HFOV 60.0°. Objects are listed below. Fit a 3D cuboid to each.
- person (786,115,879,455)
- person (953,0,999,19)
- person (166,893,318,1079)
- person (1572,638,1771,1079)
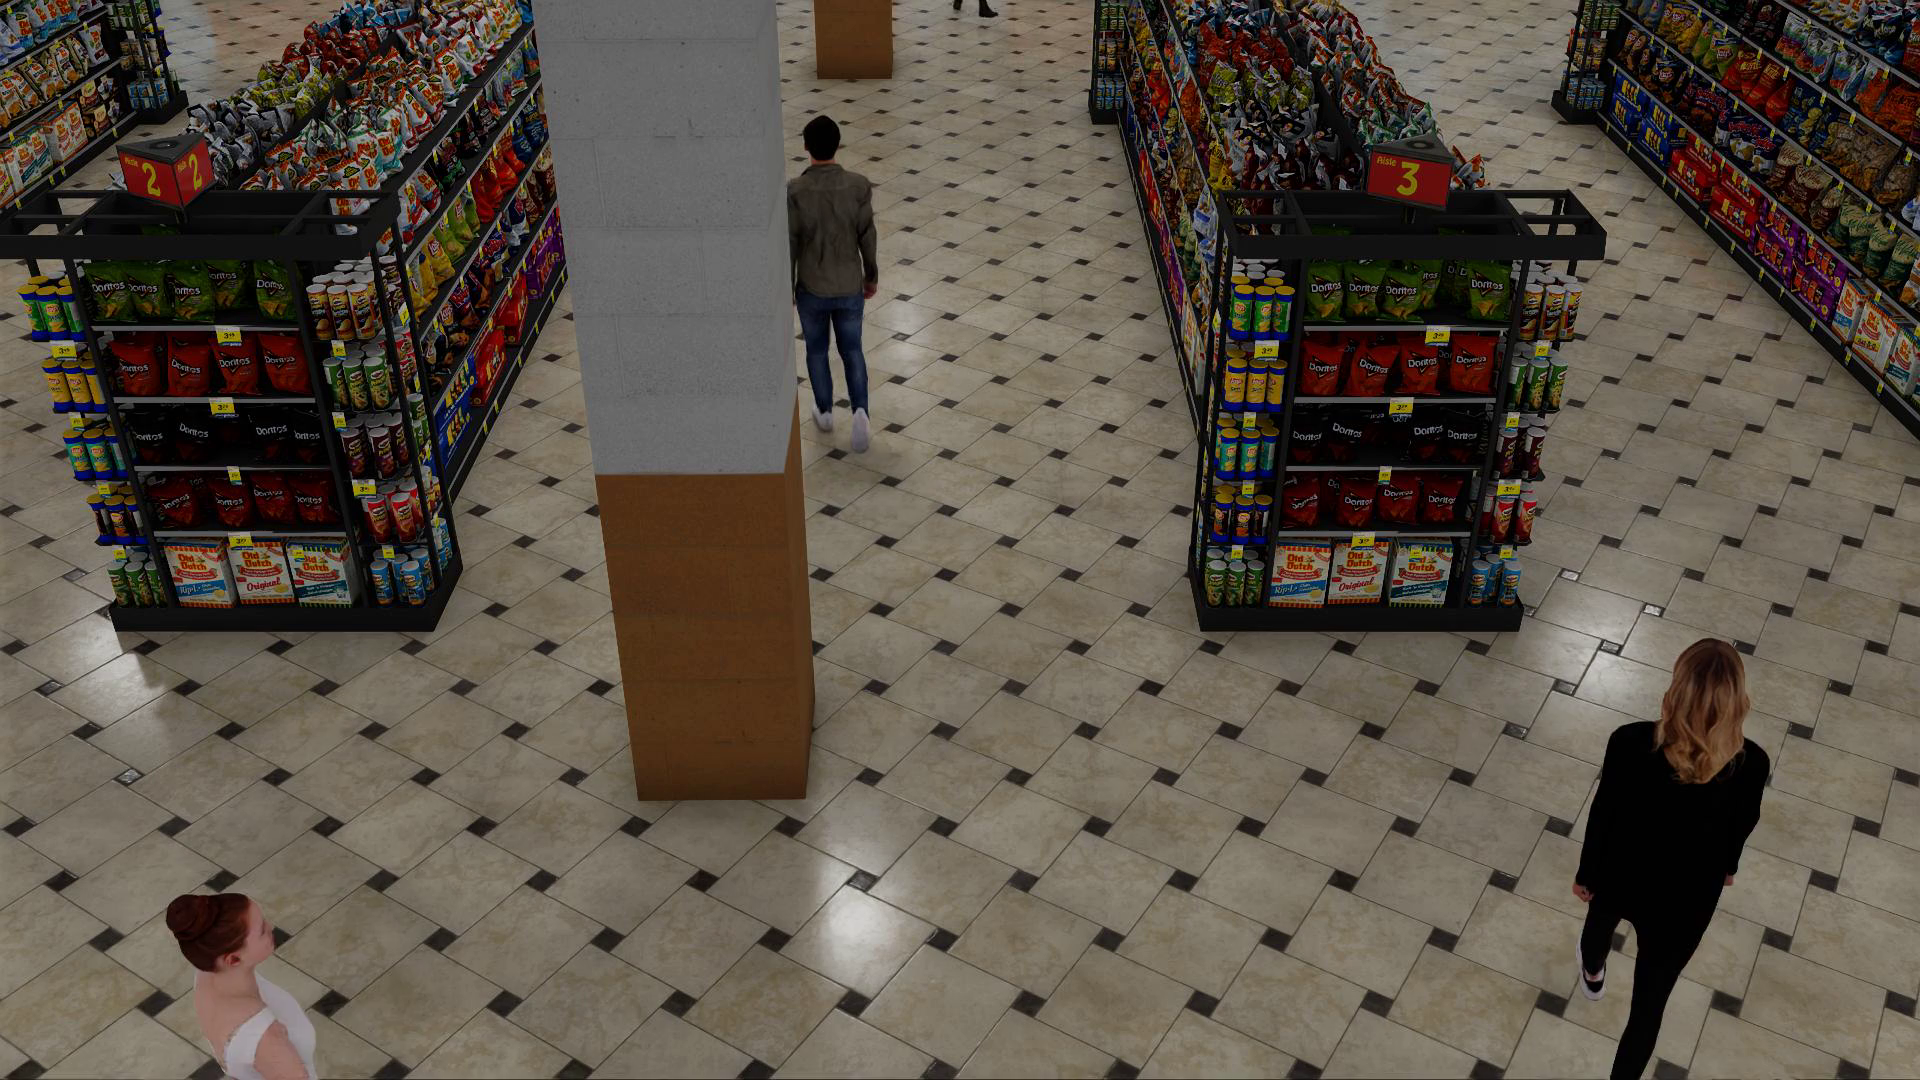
[{"bbox_3d":[-0.691,-1.345,9.035,0.879,1.849,1.109,-9,33,-14],"label":"person"},{"bbox_3d":[0.119,-6.070,17.170,0.845,1.277,0.942,-19,37,-28],"label":"person"},{"bbox_3d":[-1.842,1.650,4.327,1.057,1.738,1.079,-22,38,-31],"label":"person"},{"bbox_3d":[2.130,1.146,5.131,0.915,1.744,1.274,11,34,17],"label":"person"}]
